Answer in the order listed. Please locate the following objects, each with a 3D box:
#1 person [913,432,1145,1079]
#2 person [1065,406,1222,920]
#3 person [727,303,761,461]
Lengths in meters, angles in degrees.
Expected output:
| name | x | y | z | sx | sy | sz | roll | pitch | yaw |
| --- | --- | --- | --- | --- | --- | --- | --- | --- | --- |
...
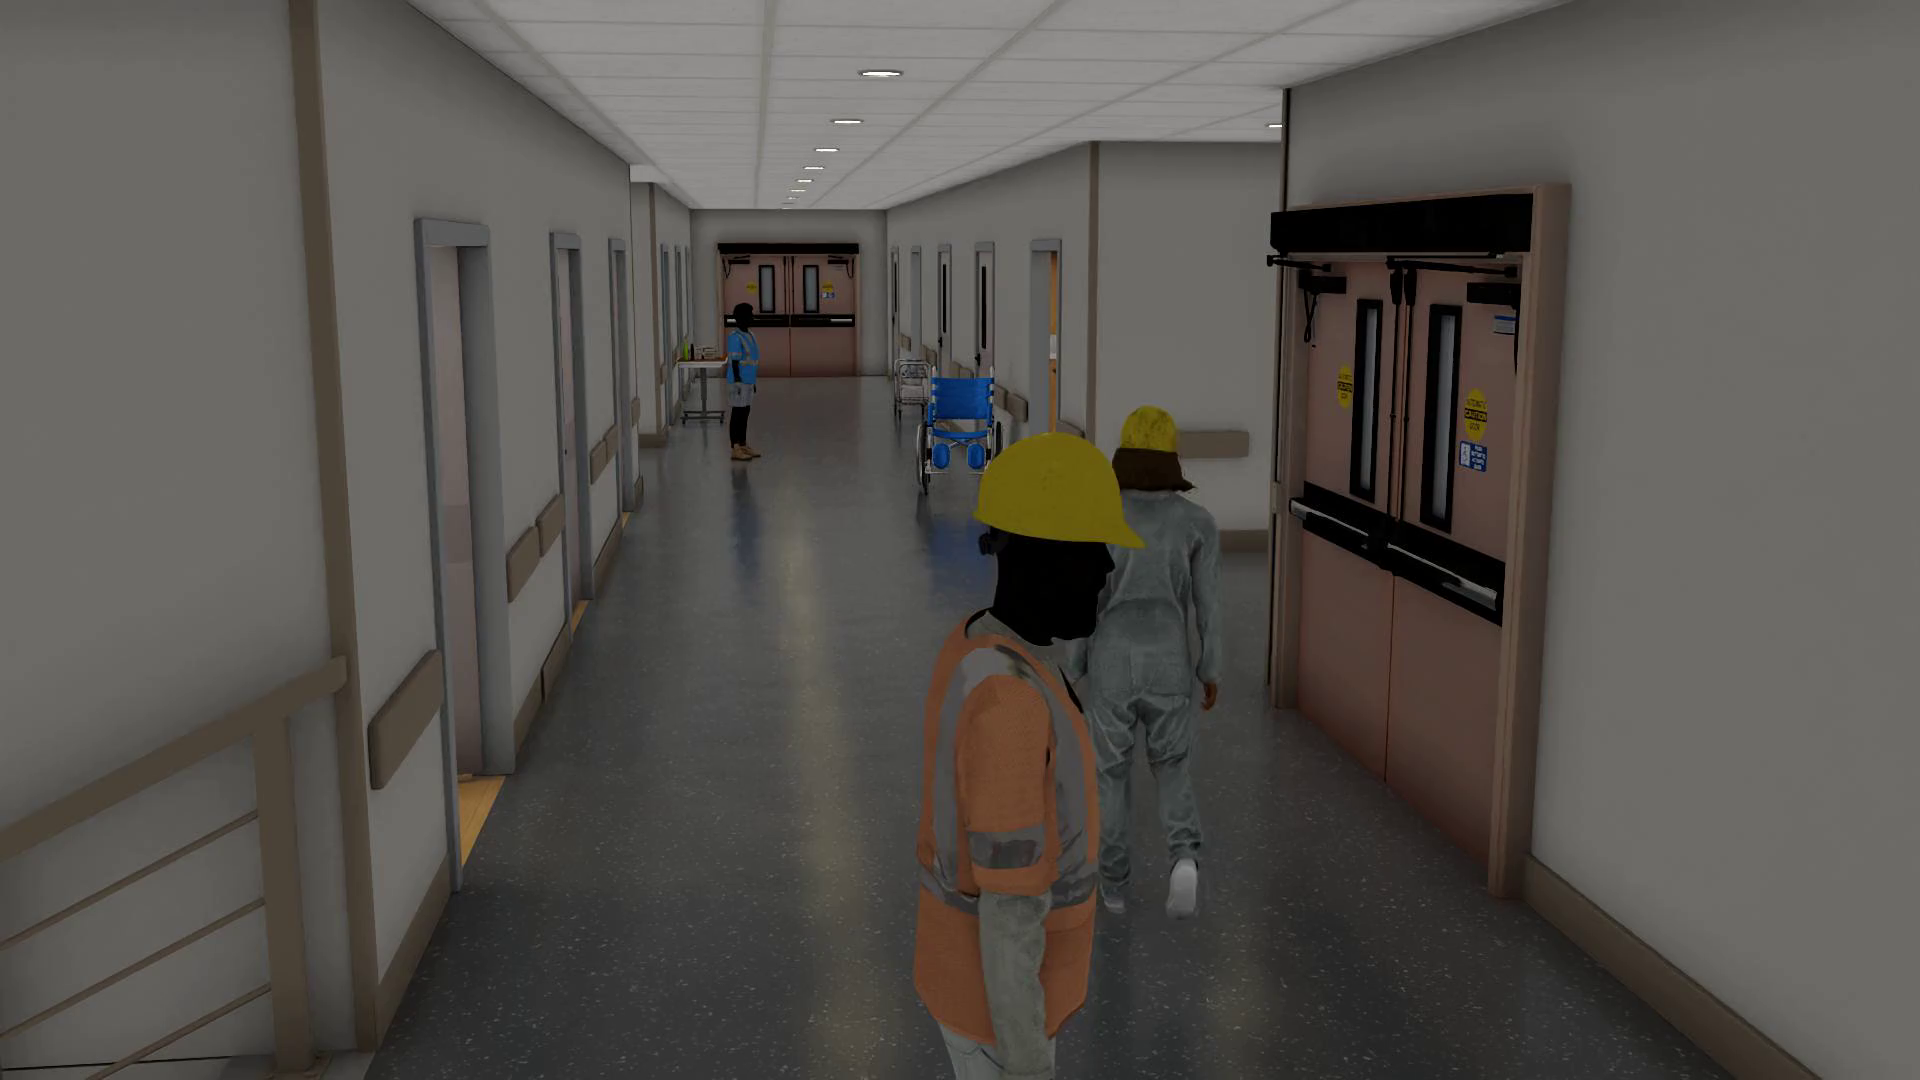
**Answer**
| name | x | y | z | sx | sy | sz | roll | pitch | yaw |
| --- | --- | --- | --- | --- | --- | --- | --- | --- | --- |
| person | 0.117 | 0.767 | 2.935 | 0.393 | 1.918 | 0.585 | 0 | 10 | 1 |
| person | 0.609 | 0.426 | 5.479 | 0.509 | 1.721 | 0.549 | 0 | 10 | -1 |
| person | -2.347 | -1.715 | 18.015 | 0.322 | 1.697 | 0.534 | 3 | 10 | 15 |
